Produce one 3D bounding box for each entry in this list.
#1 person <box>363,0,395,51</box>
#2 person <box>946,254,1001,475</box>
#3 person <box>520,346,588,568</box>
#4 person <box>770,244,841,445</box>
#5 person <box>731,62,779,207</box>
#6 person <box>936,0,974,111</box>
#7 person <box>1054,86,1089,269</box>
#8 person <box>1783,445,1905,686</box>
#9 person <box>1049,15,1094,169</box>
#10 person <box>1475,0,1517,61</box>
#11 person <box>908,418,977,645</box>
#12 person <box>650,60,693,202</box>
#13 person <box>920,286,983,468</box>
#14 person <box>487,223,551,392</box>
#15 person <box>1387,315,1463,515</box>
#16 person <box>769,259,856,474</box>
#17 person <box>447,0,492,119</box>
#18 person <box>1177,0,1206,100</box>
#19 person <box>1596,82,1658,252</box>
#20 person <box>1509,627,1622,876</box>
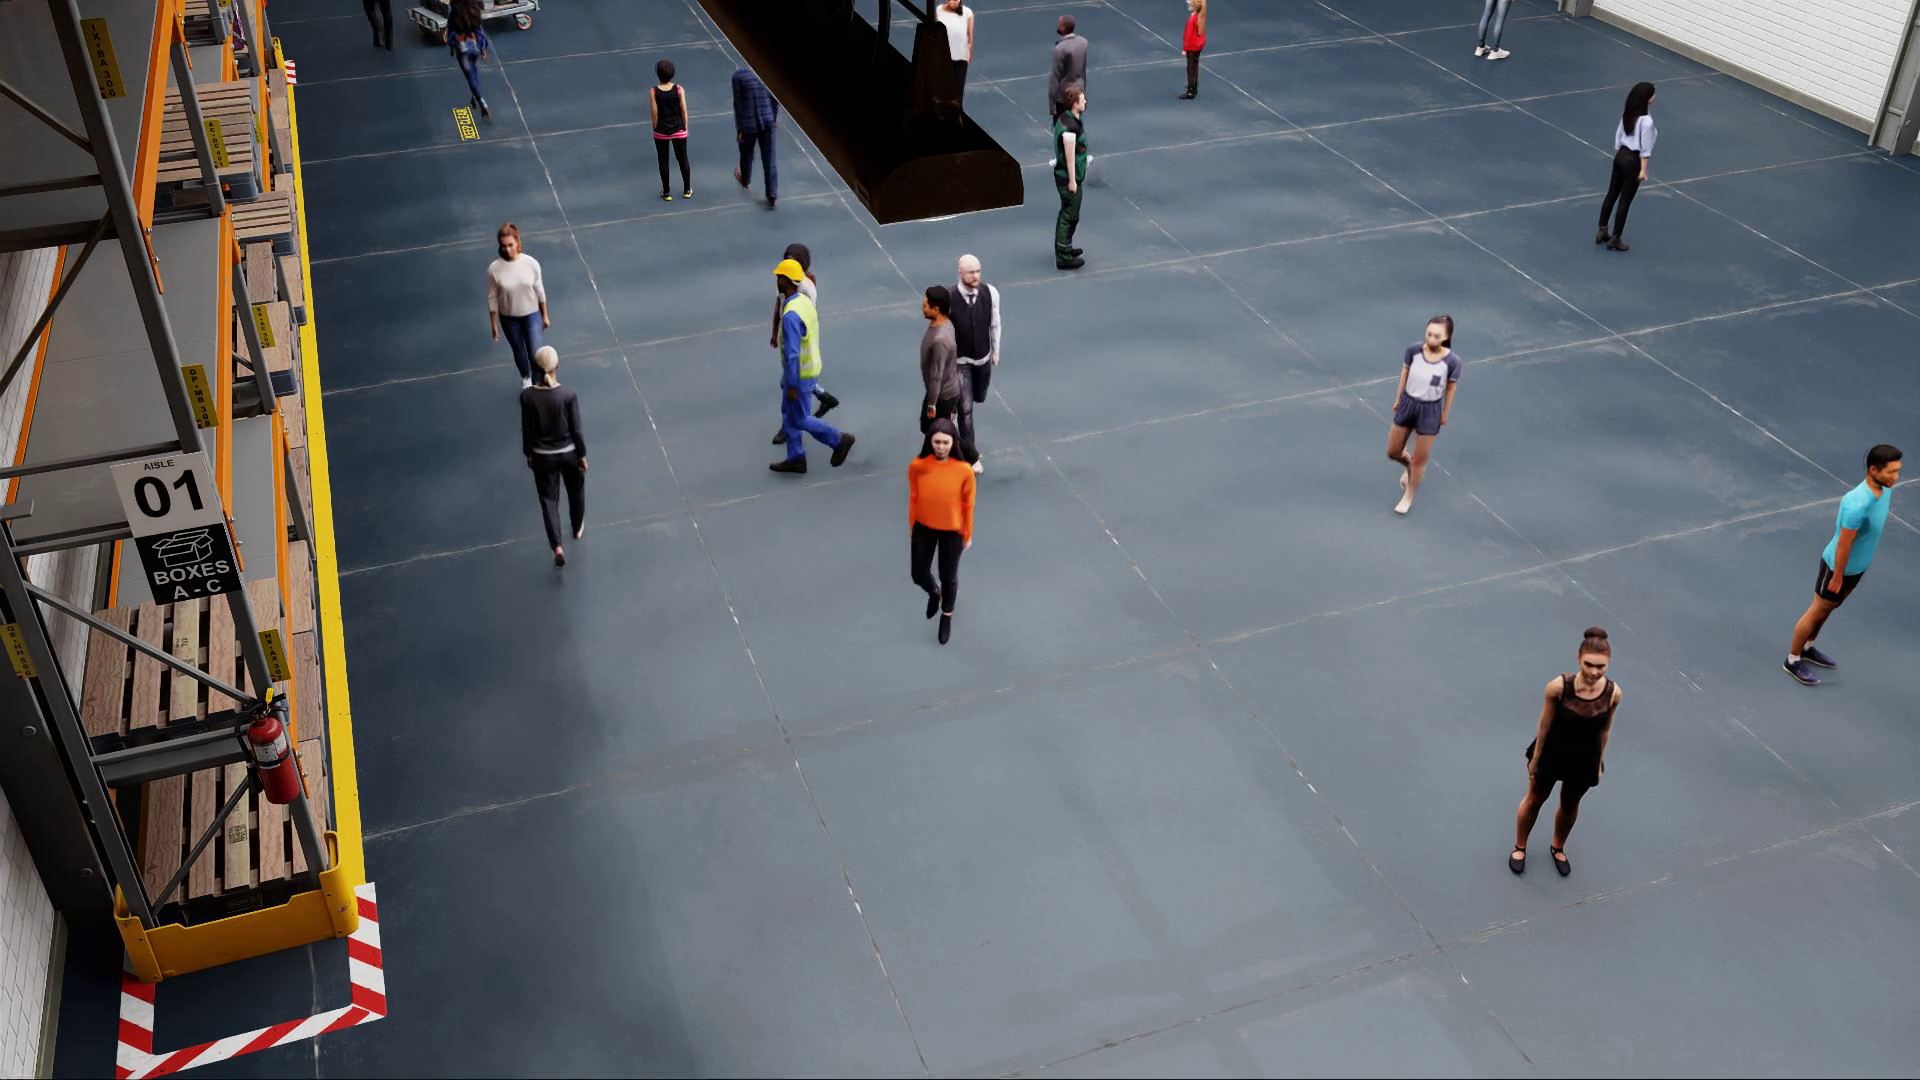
[{"bbox_3d":[-7.930,-7.535,22.615,0.670,1.763,0.634,-16,37,-23],"label":"person"},{"bbox_3d":[0.046,-1.489,13.490,0.676,1.795,1.109,-11,35,-17],"label":"person"},{"bbox_3d":[-2.980,-0.606,12.246,0.725,1.702,1.036,-5,34,-8],"label":"person"},{"bbox_3d":[-1.315,-1.671,13.850,0.890,1.699,0.981,-25,41,-32],"label":"person"},{"bbox_3d":[-2.163,-4.487,18.020,0.761,1.773,1.127,-15,37,-21],"label":"person"},{"bbox_3d":[-0.081,-5.942,20.308,0.940,1.663,1.043,8,35,12],"label":"person"},{"bbox_3d":[1.102,-3.656,16.709,0.762,1.840,0.613,-1,34,-2],"label":"person"},{"bbox_3d":[5.874,0.142,11.054,0.684,1.774,0.645,-27,42,-35],"label":"person"},{"bbox_3d":[1.286,-4.967,18.717,1.106,1.800,0.970,29,43,36],"label":"person"},{"bbox_3d":[7.272,-7.454,22.412,0.796,1.853,0.628,-24,40,-31],"label":"person"},{"bbox_3d":[-0.122,-0.106,11.462,0.773,1.736,0.827,7,34,10],"label":"person"},{"bbox_3d":[-3.185,-4.508,18.255,0.549,1.548,0.513,-9,35,-13],"label":"person"},{"bbox_3d":[-0.064,-1.156,13.025,0.825,1.754,0.780,10,35,15],"label":"person"},{"bbox_3d":[-3.758,-1.892,14.210,0.722,1.669,1.166,-7,34,-11],"label":"person"},{"bbox_3d":[3.599,-1.014,12.913,0.801,1.642,0.853,22,39,29],"label":"person"},{"bbox_3d":[-1.202,-1.337,13.285,0.937,1.769,0.982,-5,34,-7],"label":"person"},{"bbox_3d":[-6.008,-5.953,20.395,0.797,1.587,1.091,-22,40,-30],"label":"person"},{"bbox_3d":[2.971,-6.293,21.186,0.670,1.276,0.631,25,41,33],"label":"person"},{"bbox_3d":[6.857,-3.844,17.080,0.714,1.743,0.496,-9,35,-13],"label":"person"},{"bbox_3d":[3.482,1.221,9.522,0.669,1.675,0.689,4,34,5],"label":"person"}]
